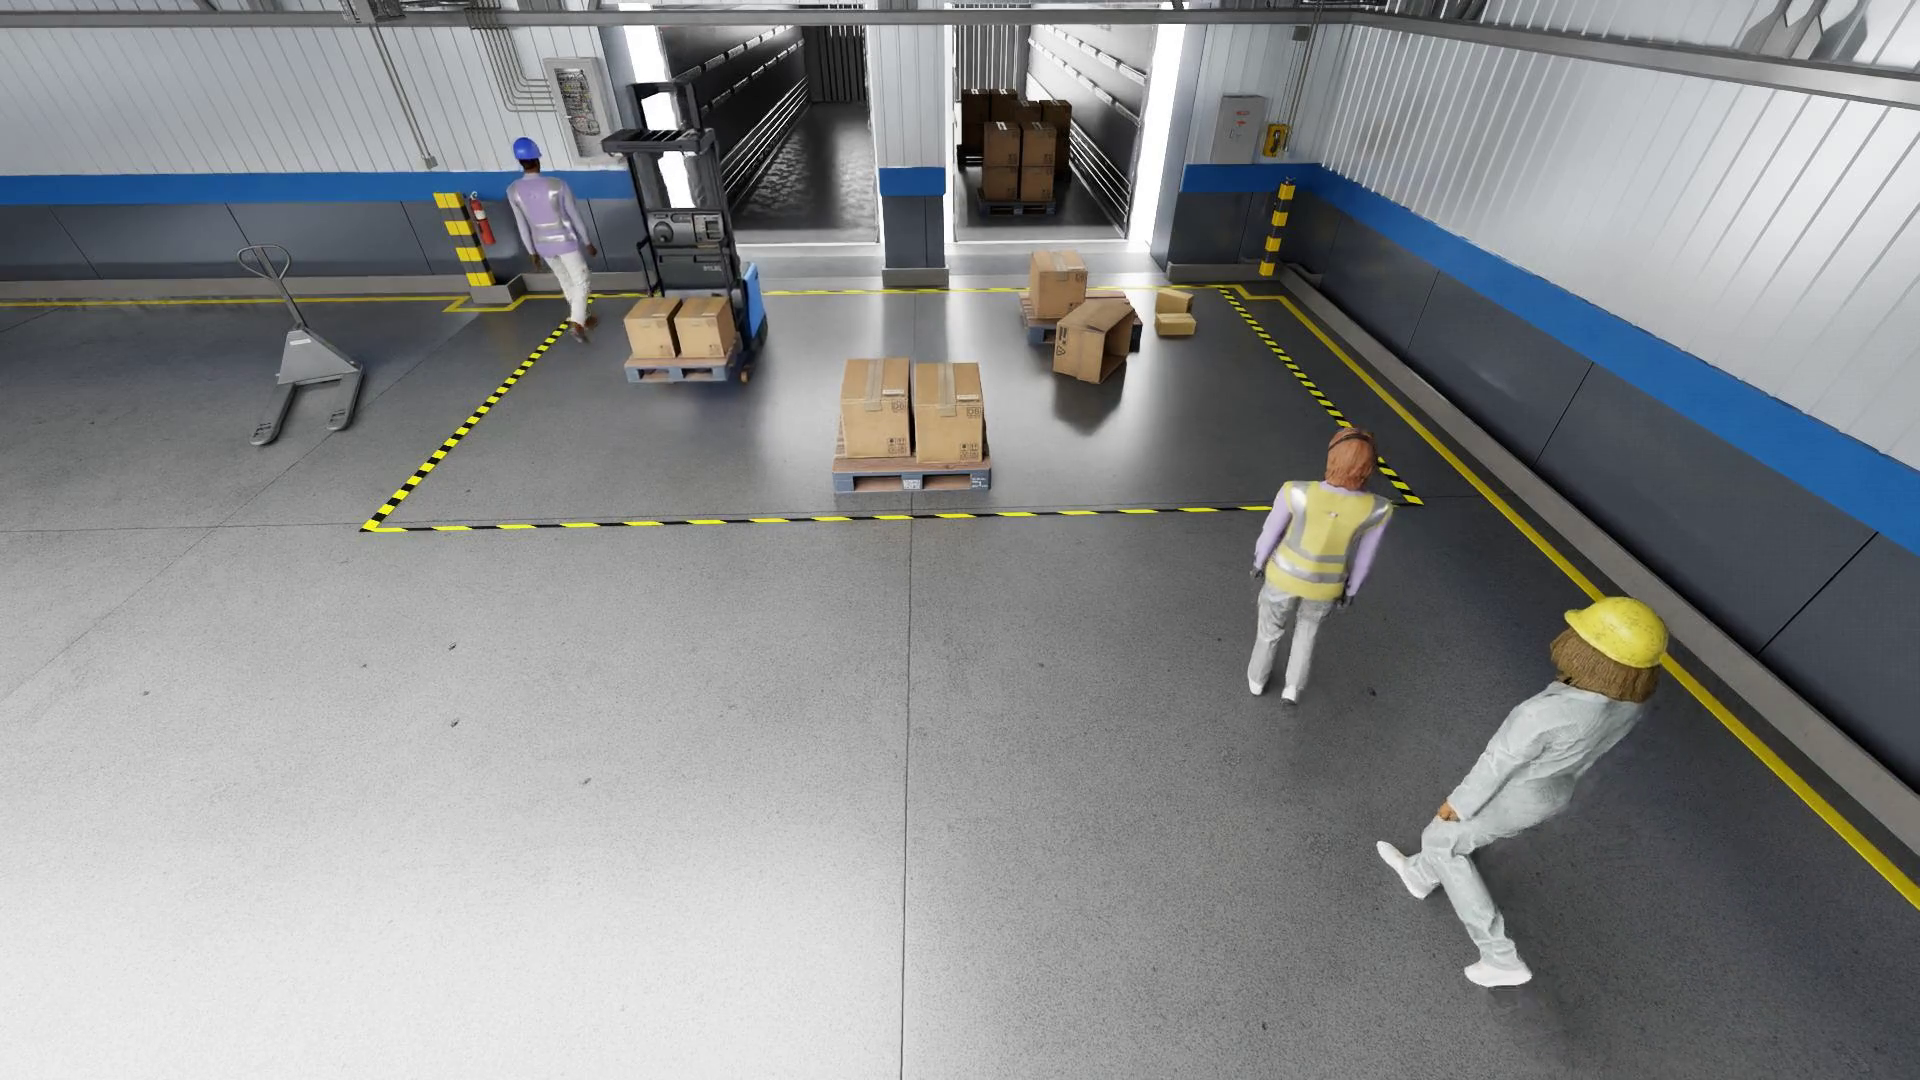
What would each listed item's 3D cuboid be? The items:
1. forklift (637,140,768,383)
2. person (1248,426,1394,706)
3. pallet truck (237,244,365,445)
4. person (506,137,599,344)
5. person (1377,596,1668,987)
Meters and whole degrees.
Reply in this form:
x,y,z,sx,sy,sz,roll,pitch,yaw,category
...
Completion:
x,y,z,sx,sy,sz,roll,pitch,yaw,category
-2.437,-2.798,7.064,0.716,2.013,0.776,-1,38,-2,forklift
1.681,0.226,3.579,0.513,1.627,0.438,11,40,14,person
-5.915,-1.733,6.366,0.680,1.201,1.601,-18,42,-21,pallet truck
-4.041,-2.942,7.347,0.608,1.910,0.929,-1,38,-2,person
2.022,0.946,2.597,0.496,1.718,0.691,-14,40,-16,person
